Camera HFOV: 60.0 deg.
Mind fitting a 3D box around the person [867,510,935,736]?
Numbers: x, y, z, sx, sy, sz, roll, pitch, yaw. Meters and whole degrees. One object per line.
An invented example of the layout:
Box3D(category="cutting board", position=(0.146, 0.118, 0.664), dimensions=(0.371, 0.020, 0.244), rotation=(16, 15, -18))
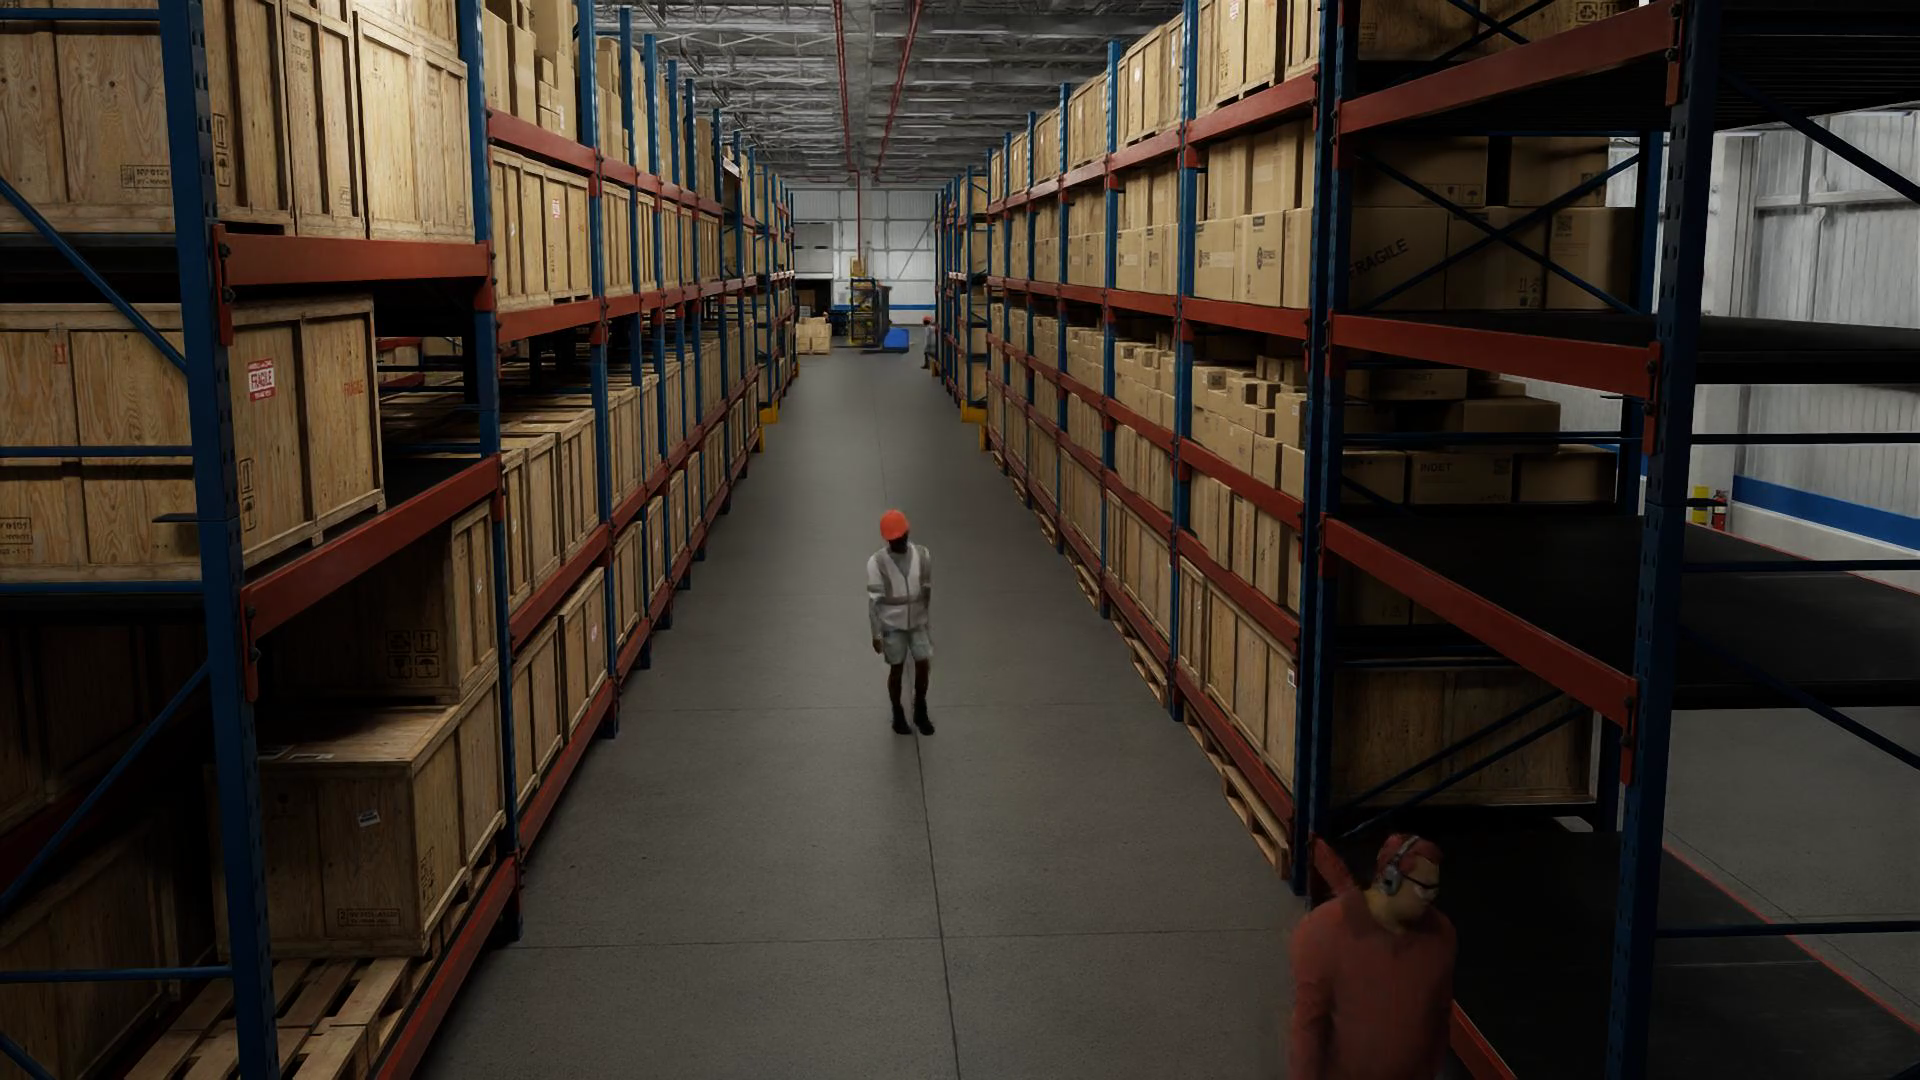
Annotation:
Box3D(category="person", position=(-0.489, 0.673, 13.400), dimensions=(0.555, 1.887, 0.568), rotation=(-4, 10, -20))

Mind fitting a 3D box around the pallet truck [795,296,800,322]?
Box3D(category="pallet truck", position=(-8.622, -12.439, 91.403), dimensions=(1.885, 1.965, 0.823), rotation=(2, 10, 13))

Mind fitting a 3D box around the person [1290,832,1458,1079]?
Box3D(category="person", position=(1.470, 1.923, 6.057), dimensions=(0.637, 1.857, 0.949), rotation=(-1, 10, -4))

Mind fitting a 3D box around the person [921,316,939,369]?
Box3D(category="person", position=(-1.087, -7.093, 59.723), dimensions=(0.581, 1.915, 0.553), rotation=(3, 10, 17))

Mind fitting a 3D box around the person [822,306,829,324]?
Box3D(category="person", position=(-6.585, -10.586, 81.262), dimensions=(0.322, 1.691, 0.532), rotation=(-4, 10, -21))

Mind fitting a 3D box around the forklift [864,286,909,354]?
Box3D(category="forklift", position=(-3.059, -9.121, 68.949), dimensions=(1.873, 2.768, 1.129), rotation=(-1, 10, -3))
